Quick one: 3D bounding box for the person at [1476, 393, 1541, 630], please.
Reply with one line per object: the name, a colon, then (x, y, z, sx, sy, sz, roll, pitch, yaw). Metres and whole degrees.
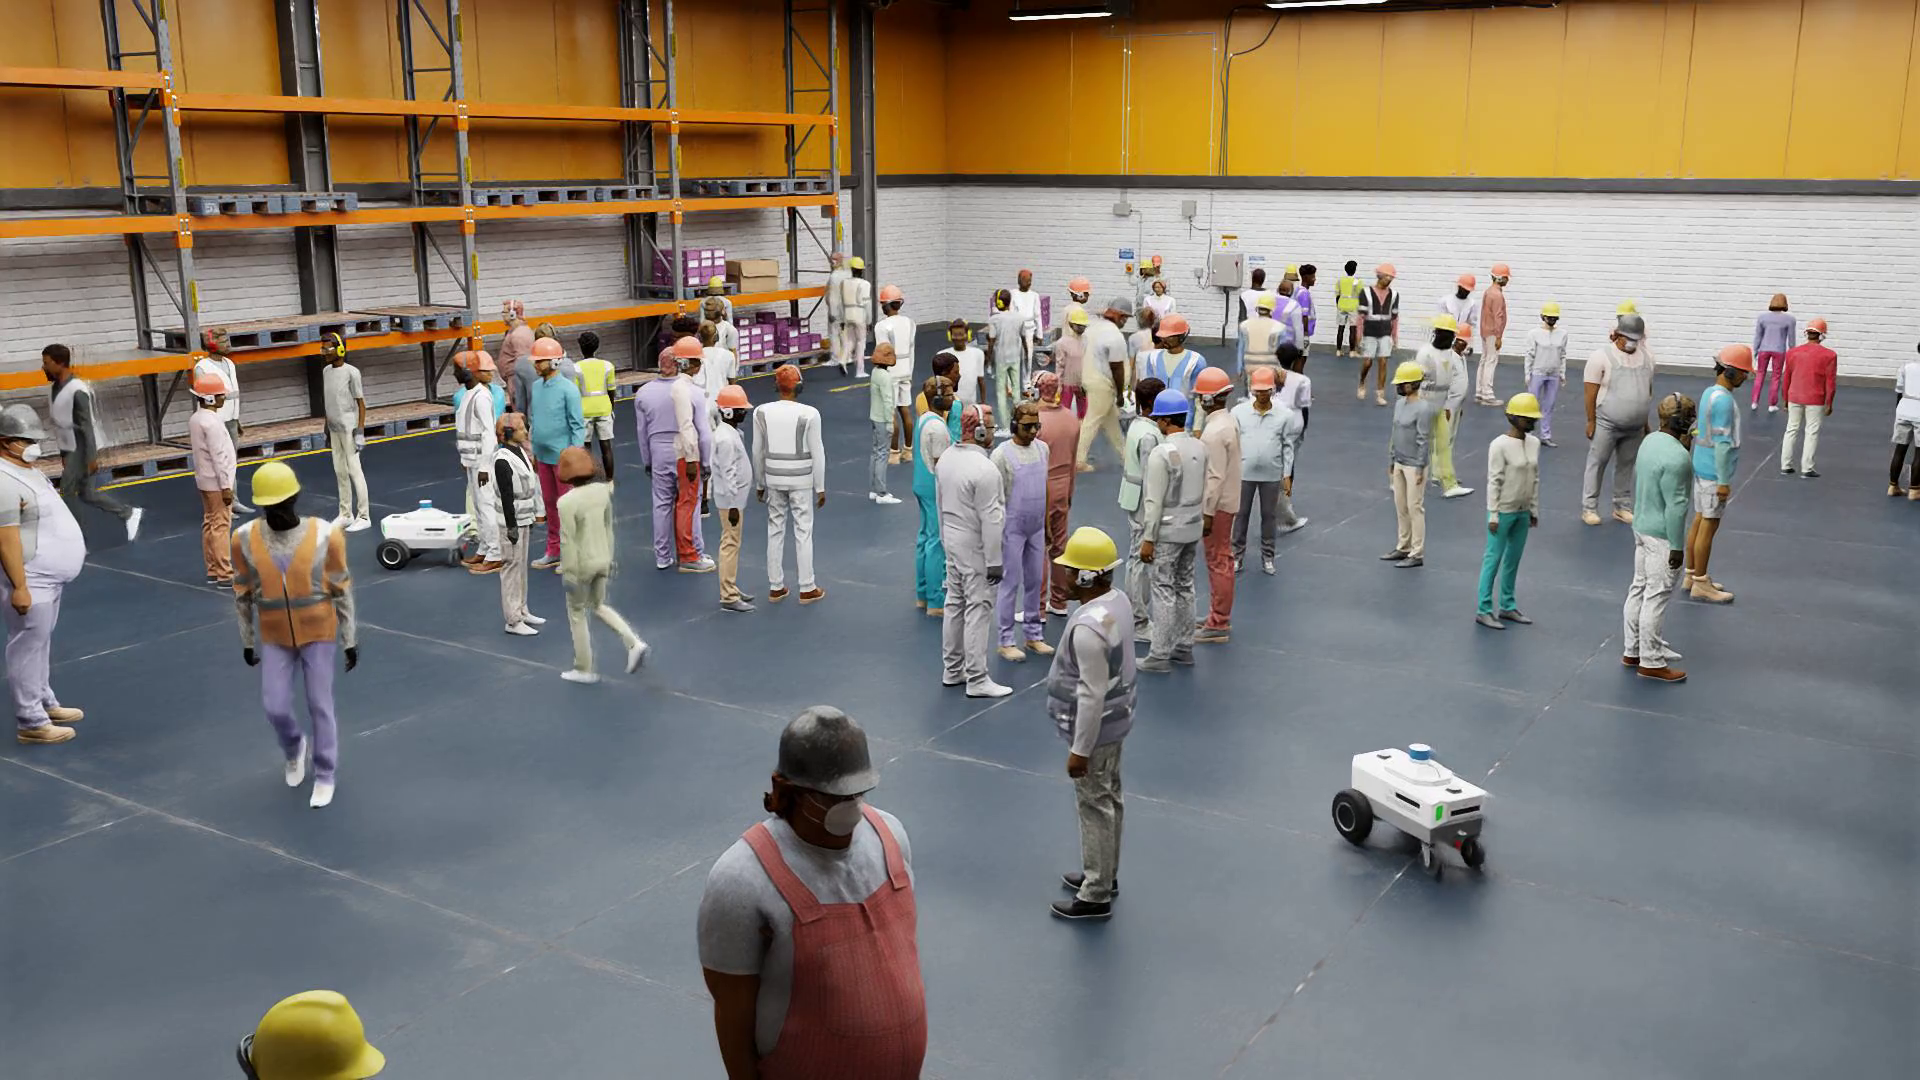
person: (4.112, -0.220, 12.363, 0.533, 1.766, 0.325, -8, 15, -32)

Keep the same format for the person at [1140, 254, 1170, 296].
person: (3.511, -4.259, 29.938, 0.557, 1.743, 0.347, 0, 13, -2)

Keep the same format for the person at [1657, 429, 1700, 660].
person: (4.952, -0.045, 11.652, 0.299, 1.743, 0.493, 2, 13, 8)

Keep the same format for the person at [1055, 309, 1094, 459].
person: (1.347, -1.783, 19.167, 0.522, 1.758, 0.350, -5, 14, -21)

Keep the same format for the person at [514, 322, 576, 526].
person: (-3.880, -1.085, 15.733, 0.638, 1.938, 0.356, 4, 13, 15)

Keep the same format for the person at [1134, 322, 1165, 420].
person: (1.970, -1.258, 16.679, 0.531, 1.855, 0.347, 12, 18, 43)

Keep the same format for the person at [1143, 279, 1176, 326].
person: (3.024, -3.153, 25.361, 0.522, 1.638, 0.310, 3, 13, 13)

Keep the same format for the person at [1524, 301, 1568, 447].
person: (7.047, -1.982, 20.004, 0.533, 1.767, 0.324, -2, 13, -9)

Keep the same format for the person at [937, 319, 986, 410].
person: (0.004, -1.323, 16.945, 0.567, 1.852, 0.512, 0, 13, -1)

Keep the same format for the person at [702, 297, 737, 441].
person: (-2.874, -1.958, 19.730, 0.514, 1.841, 0.327, 8, 15, 31)

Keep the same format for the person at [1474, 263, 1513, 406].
person: (7.553, -2.906, 23.517, 0.398, 1.989, 0.621, 0, 13, 1)

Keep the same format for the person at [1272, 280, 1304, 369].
person: (4.471, -2.678, 22.956, 0.734, 1.810, 0.640, -11, 17, -40)

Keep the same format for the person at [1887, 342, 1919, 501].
person: (9.765, -1.237, 16.949, 0.319, 1.687, 0.539, -6, 14, -25)

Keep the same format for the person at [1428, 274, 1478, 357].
person: (6.815, -2.730, 22.973, 0.632, 1.889, 0.578, 0, 13, -1)

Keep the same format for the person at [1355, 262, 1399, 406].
person: (5.897, -2.917, 23.506, 0.639, 2.025, 0.524, -2, 13, -7)

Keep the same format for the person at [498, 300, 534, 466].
person: (-4.952, -1.732, 18.611, 0.407, 1.906, 0.655, -2, 13, -10)

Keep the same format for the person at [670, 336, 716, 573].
person: (-2.289, -0.722, 14.048, 0.381, 1.989, 0.620, -3, 13, -13)

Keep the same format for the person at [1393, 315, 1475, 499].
person: (4.861, -1.346, 16.980, 0.670, 1.875, 0.927, -10, 16, -37)

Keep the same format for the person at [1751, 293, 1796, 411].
person: (11.201, -2.576, 22.893, 0.514, 1.632, 0.322, 11, 17, 40)

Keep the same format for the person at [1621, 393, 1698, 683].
person: (4.697, -0.023, 11.130, 0.369, 1.939, 0.631, 0, 13, 2)

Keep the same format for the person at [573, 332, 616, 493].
person: (-3.811, -1.305, 17.222, 0.541, 1.696, 0.315, -10, 16, -36)

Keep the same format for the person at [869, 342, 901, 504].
person: (-0.771, -1.192, 16.860, 0.270, 1.634, 0.507, -4, 14, -17)

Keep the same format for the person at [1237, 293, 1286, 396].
person: (3.774, -2.139, 20.578, 0.612, 1.810, 0.618, 6, 14, 26)

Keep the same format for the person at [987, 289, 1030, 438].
person: (0.603, -2.206, 20.795, 0.569, 1.853, 0.332, -5, 14, -20)

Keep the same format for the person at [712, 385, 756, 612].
person: (-1.743, -0.327, 12.854, 0.332, 1.749, 0.573, -2, 13, -7)

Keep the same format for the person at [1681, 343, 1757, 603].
person: (5.991, -0.532, 13.128, 0.393, 2.036, 0.605, 3, 13, 13)

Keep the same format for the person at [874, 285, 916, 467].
person: (-0.767, -1.854, 18.842, 0.397, 2.043, 0.610, 11, 17, 38)

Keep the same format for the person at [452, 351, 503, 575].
person: (-4.053, -0.655, 13.988, 0.337, 1.883, 0.583, -7, 15, -26)

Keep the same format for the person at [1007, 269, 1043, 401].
person: (0.910, -2.954, 23.986, 0.608, 1.877, 0.404, -7, 15, -28)

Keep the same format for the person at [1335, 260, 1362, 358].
person: (6.779, -4.016, 28.983, 0.534, 1.697, 0.318, 11, 17, 40)

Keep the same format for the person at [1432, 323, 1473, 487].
person: (5.245, -1.436, 17.680, 0.339, 1.745, 0.561, 8, 15, 31)

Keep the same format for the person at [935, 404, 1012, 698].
person: (0.104, 0.066, 10.813, 0.401, 1.907, 0.646, -7, 15, -28)

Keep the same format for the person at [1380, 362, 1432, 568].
person: (3.822, -0.646, 14.235, 0.344, 1.758, 0.532, -3, 13, -14)

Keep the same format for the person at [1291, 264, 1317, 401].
person: (4.940, -2.990, 23.934, 0.361, 1.964, 0.618, 1, 13, 3)

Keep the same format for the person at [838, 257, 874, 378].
person: (-1.660, -3.513, 26.341, 0.598, 1.912, 0.480, 9, 16, 36)

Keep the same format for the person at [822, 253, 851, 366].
person: (-2.057, -3.838, 27.790, 0.472, 1.893, 0.660, 5, 14, 20)

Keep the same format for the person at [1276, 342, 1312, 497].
person: (3.187, -1.107, 16.390, 0.540, 1.678, 0.568, 2, 13, 8)
